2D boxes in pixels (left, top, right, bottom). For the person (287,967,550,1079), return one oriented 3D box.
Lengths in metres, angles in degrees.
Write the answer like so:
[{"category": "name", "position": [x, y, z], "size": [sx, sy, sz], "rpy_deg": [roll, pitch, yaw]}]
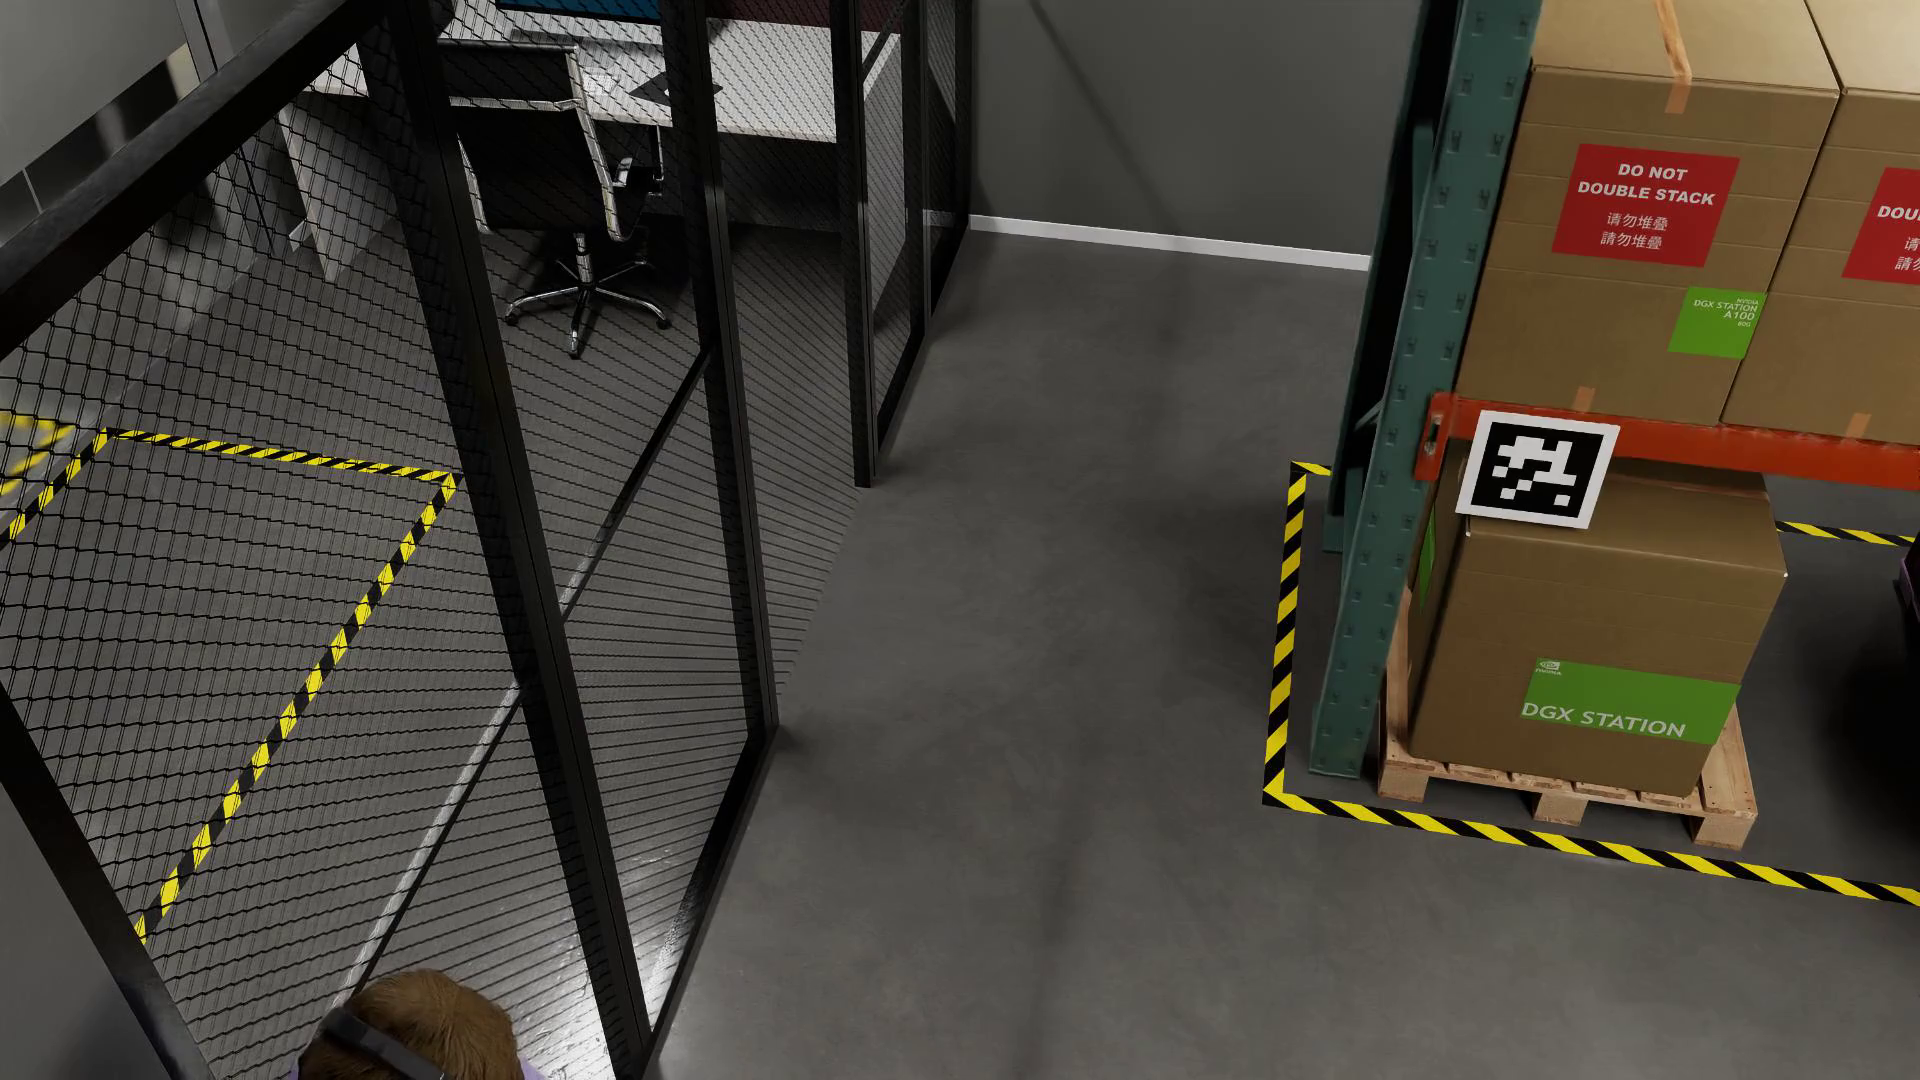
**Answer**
[{"category": "person", "position": [-0.524, 1.154, 2.174], "size": [0.632, 1.935, 0.372], "rpy_deg": [19, 44, 20]}]
